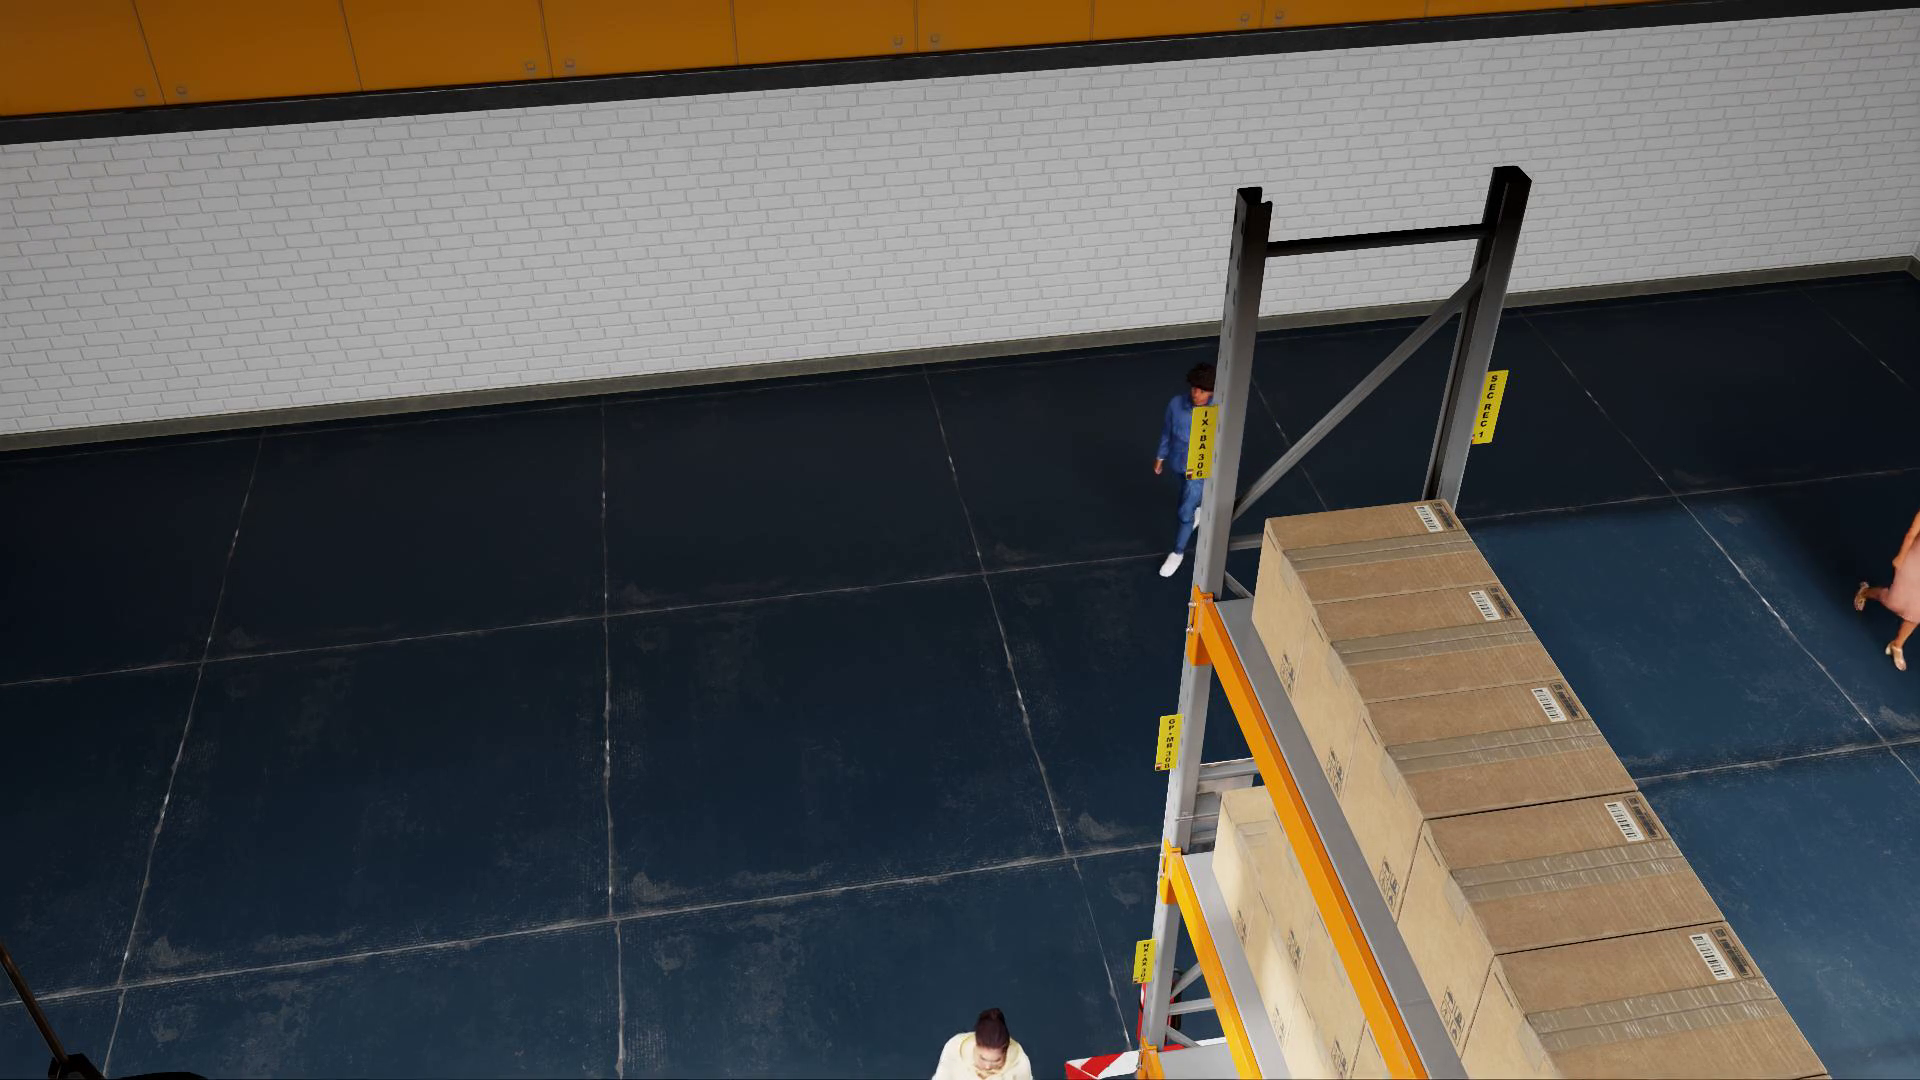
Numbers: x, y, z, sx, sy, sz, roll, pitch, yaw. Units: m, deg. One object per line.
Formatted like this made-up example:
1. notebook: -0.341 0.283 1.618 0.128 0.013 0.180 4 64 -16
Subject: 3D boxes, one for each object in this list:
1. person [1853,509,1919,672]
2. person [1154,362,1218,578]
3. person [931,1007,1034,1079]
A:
1. person: 6.998 0.091 12.128 0.622 1.819 0.907 -4 39 -5
2. person: 1.856 -0.657 13.094 1.178 1.783 1.190 28 46 30
3. person: 0.151 2.925 8.779 1.047 1.571 1.211 17 42 20
